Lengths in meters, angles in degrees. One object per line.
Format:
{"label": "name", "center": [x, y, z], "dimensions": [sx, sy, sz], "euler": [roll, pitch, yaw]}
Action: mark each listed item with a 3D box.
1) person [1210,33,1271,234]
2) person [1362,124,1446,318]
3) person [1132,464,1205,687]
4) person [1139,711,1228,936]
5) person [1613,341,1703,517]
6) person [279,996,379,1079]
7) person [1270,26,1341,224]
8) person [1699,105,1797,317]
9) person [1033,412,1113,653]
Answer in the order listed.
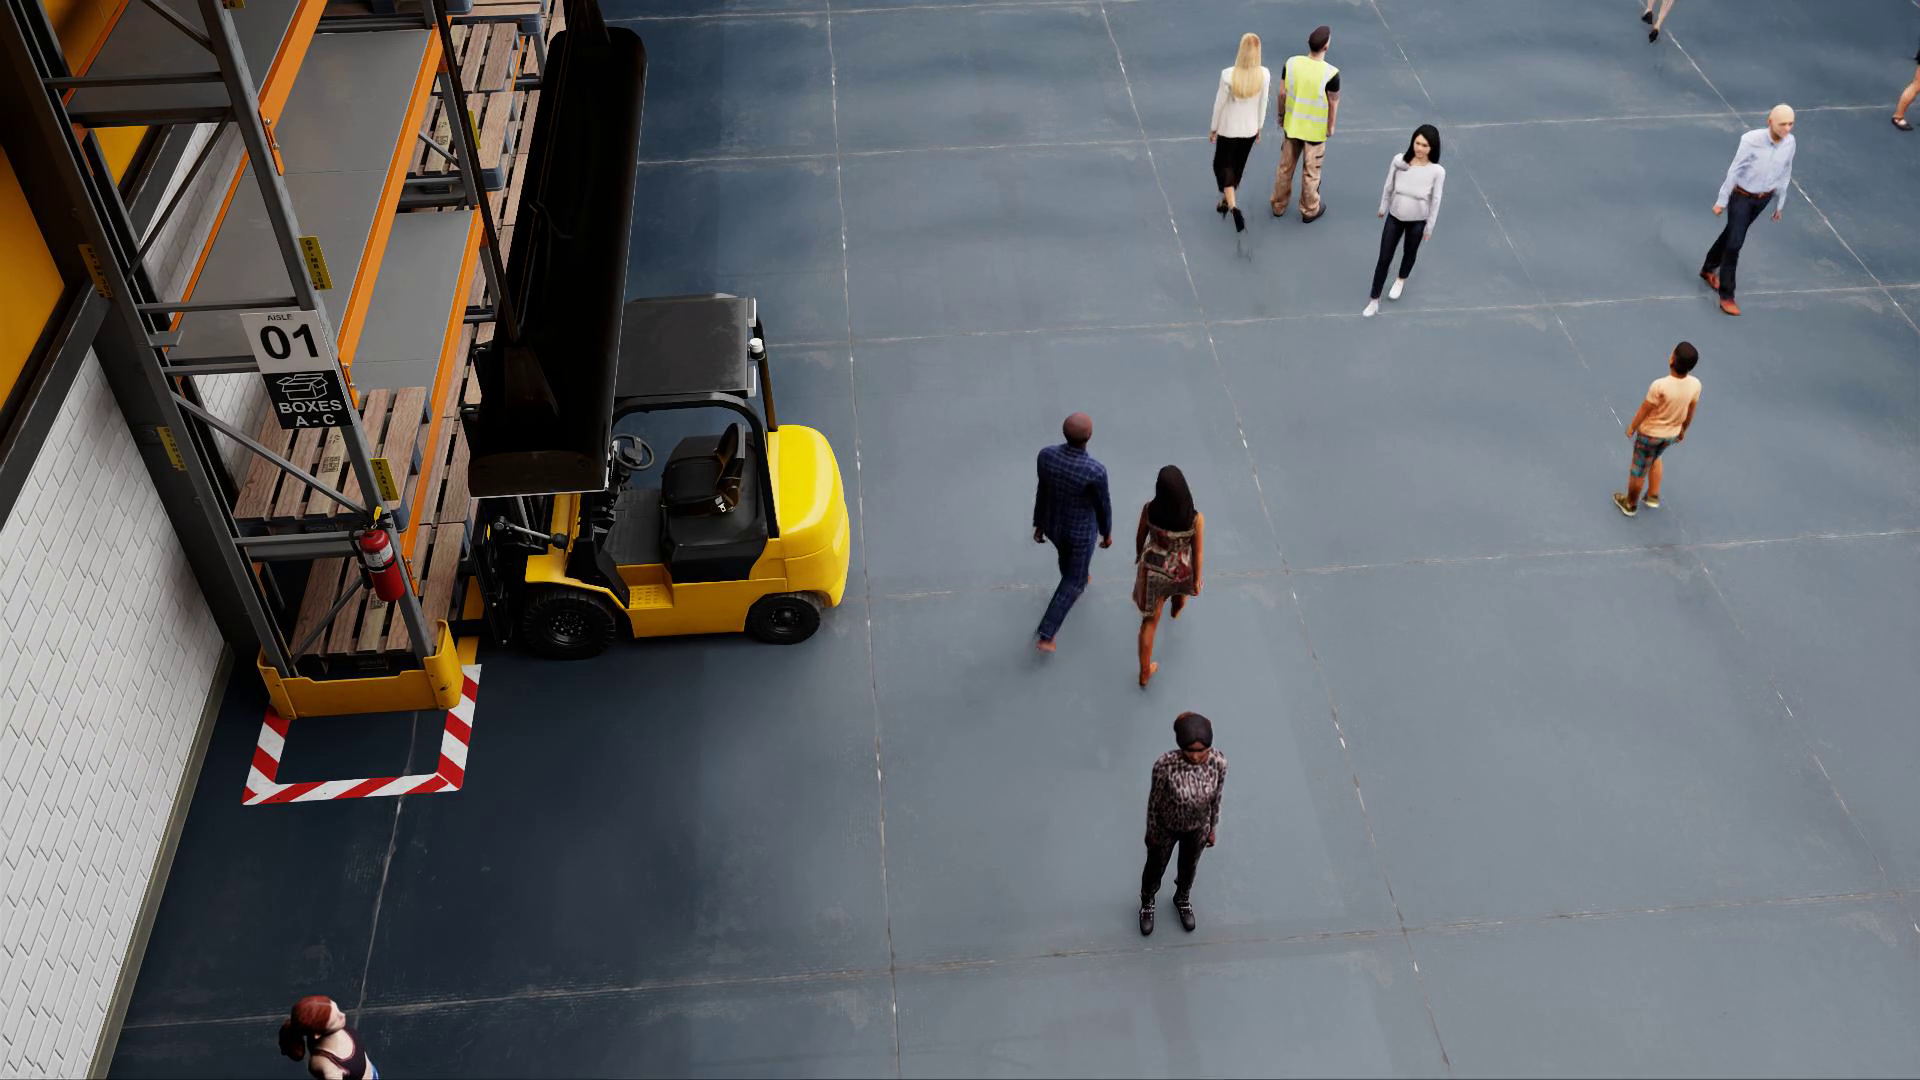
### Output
{"label": "person", "center": [2.427, -3.476, 14.438], "dimensions": [0.651, 1.842, 1.006], "euler": [-5, 44, -6]}
{"label": "person", "center": [3.732, -2.700, 13.746], "dimensions": [0.946, 1.673, 1.093], "euler": [19, 47, 19]}
{"label": "person", "center": [1.300, 0.256, 10.703], "dimensions": [0.934, 1.590, 1.216], "euler": [13, 45, 13]}
{"label": "person", "center": [1.225, 1.577, 9.227], "dimensions": [0.563, 1.714, 0.553], "euler": [-3, 44, -3]}
{"label": "person", "center": [5.001, -0.728, 11.837], "dimensions": [0.567, 1.451, 0.593], "euler": [-8, 44, -8]}
{"label": "person", "center": [-2.882, 2.705, 7.991], "dimensions": [0.701, 1.785, 0.615], "euler": [-17, 46, -17]}
{"label": "person", "center": [3.049, -3.653, 14.620], "dimensions": [0.854, 1.846, 0.904], "euler": [23, 48, 22]}
{"label": "person", "center": [6.511, -2.853, 13.838], "dimensions": [0.715, 1.768, 1.019], "euler": [-7, 44, -8]}
{"label": "person", "center": [0.686, -0.030, 10.865], "dimensions": [1.105, 1.782, 1.255], "euler": [24, 48, 23]}
